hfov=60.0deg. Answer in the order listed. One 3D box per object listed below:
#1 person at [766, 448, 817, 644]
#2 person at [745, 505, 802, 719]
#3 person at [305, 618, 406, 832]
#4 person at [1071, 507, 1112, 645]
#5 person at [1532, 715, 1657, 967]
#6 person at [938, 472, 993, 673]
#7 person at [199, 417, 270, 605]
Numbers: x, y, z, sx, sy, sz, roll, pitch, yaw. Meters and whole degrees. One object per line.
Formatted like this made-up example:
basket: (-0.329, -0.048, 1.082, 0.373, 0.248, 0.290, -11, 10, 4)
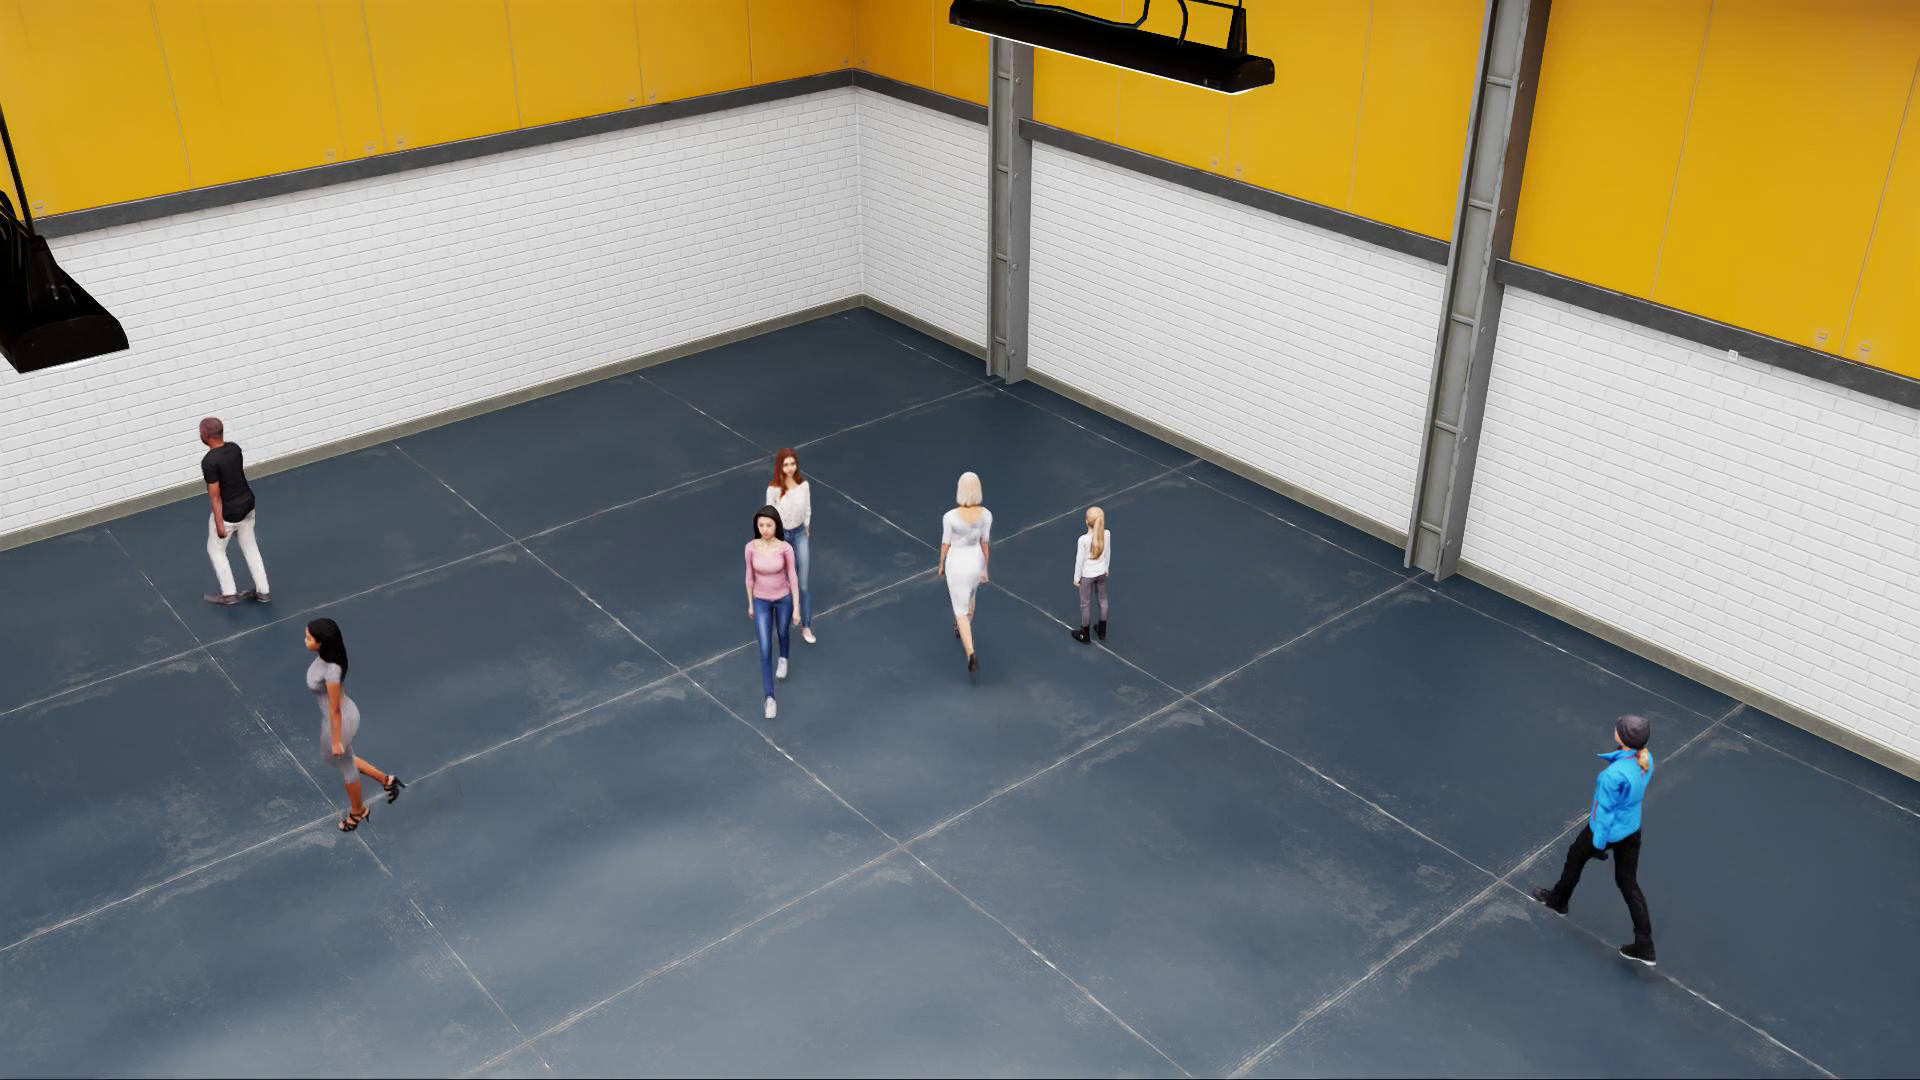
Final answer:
person: (-1.515, -0.017, 14.339, 0.860, 1.680, 1.212, -10, 30, -17)
person: (-1.484, 0.482, 13.411, 1.060, 1.694, 1.169, 1, 29, 1)
person: (-4.303, 1.312, 11.810, 0.785, 1.770, 0.774, -10, 30, -18)
person: (1.139, 0.290, 14.196, 0.539, 1.279, 0.556, -13, 31, -22)
person: (4.278, 1.936, 10.682, 0.817, 1.754, 1.239, -14, 31, -23)
person: (0.062, 0.288, 13.742, 0.808, 1.717, 1.122, -10, 30, -18)
person: (-6.320, -0.229, 14.613, 0.978, 1.791, 0.912, 6, 29, 12)
